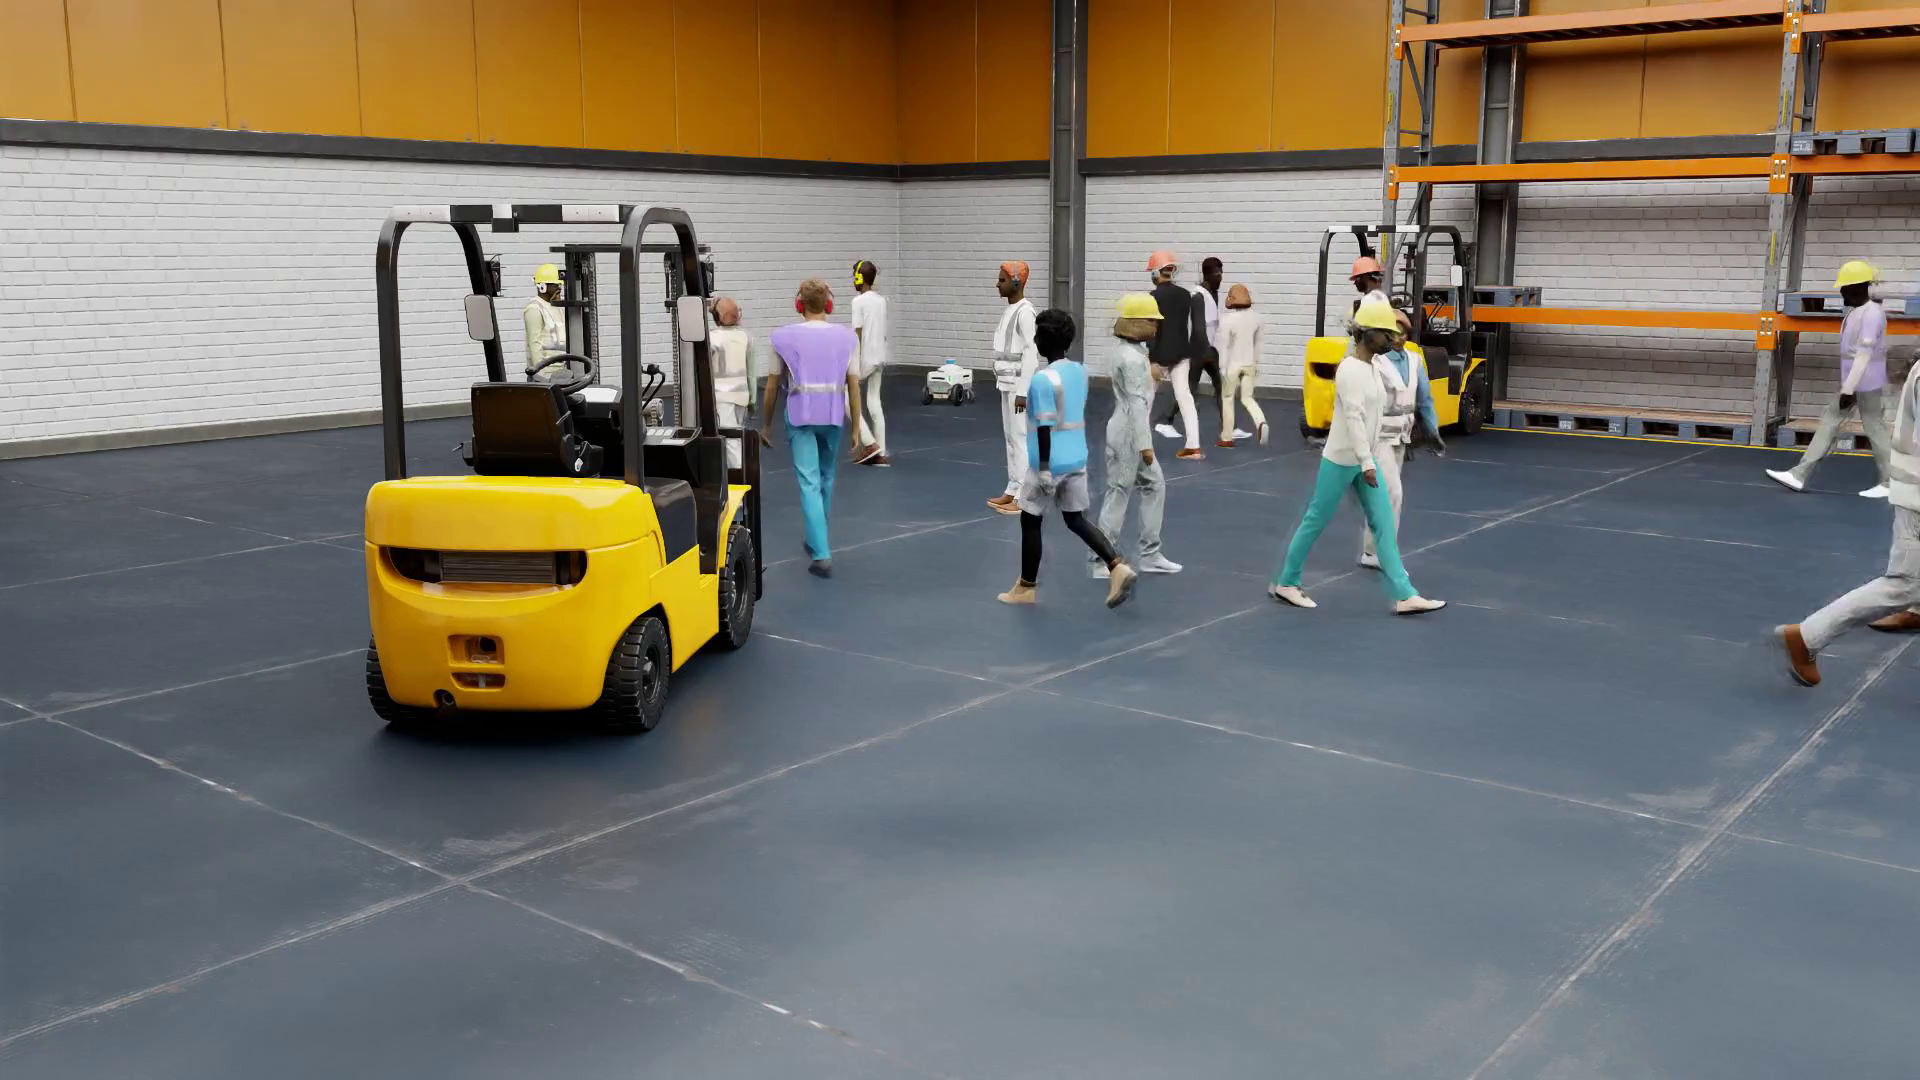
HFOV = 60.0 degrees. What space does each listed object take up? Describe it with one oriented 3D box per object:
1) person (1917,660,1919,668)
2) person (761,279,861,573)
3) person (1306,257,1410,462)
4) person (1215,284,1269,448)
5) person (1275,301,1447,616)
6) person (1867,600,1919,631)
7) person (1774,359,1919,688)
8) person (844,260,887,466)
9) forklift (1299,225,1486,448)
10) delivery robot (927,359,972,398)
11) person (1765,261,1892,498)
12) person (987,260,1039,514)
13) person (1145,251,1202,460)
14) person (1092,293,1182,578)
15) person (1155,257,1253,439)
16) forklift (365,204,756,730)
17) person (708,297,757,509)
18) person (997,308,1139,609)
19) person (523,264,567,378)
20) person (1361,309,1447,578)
[{"bbox_3d":[4.790,-0.321,7.761,0.360,1.938,0.635,9,14,41],"label":"person"},{"bbox_3d":[-0.910,-0.717,10.357,0.585,1.797,0.968,-4,11,-19],"label":"person"},{"bbox_3d":[3.723,-1.667,15.389,1.019,1.862,0.564,3,11,18],"label":"person"},{"bbox_3d":[2.733,-1.674,16.135,0.507,1.616,0.616,-5,11,-24],"label":"person"},{"bbox_3d":[2.165,-0.436,9.040,0.957,1.708,0.528,8,13,37],"label":"person"},{"bbox_3d":[5.037,-0.452,8.635,0.722,1.879,0.672,3,11,18],"label":"person"},{"bbox_3d":[4.090,-0.196,7.166,0.883,1.914,0.633,7,13,36],"label":"person"},{"bbox_3d":[-0.838,-1.578,14.957,0.451,1.850,0.551,6,12,31],"label":"person"},{"bbox_3d":[4.449,-2.115,16.993,1.214,2.155,2.313,8,13,38],"label":"forklift"},{"bbox_3d":[-0.124,-2.003,20.657,0.477,0.478,0.707,5,11,24],"label":"delivery robot"},{"bbox_3d":[7.008,-1.252,13.120,1.016,1.863,0.604,2,10,12],"label":"person"},{"bbox_3d":[0.409,-1.137,12.435,0.345,1.882,0.584,-2,10,-11],"label":"person"},{"bbox_3d":[1.917,-1.728,15.589,0.614,1.935,1.023,-7,12,-34],"label":"person"},{"bbox_3d":[1.104,-0.607,9.948,0.685,1.719,0.506,1,10,5],"label":"person"},{"bbox_3d":[2.491,-1.965,17.067,0.954,1.876,0.592,6,12,30],"label":"person"},{"bbox_3d":[-1.766,-0.406,7.525,1.214,2.155,2.313,1,10,7],"label":"forklift"},{"bbox_3d":[-1.837,-1.047,12.720,0.849,1.594,0.530,9,13,40],"label":"person"},{"bbox_3d":[0.586,-0.430,9.102,0.767,1.676,0.533,7,12,35],"label":"person"},{"bbox_3d":[-3.692,-1.562,14.970,0.403,1.825,0.591,1,10,6],"label":"person"},{"bbox_3d":[2.643,-0.579,10.040,0.543,1.613,0.573,-9,13,-39],"label":"person"}]
